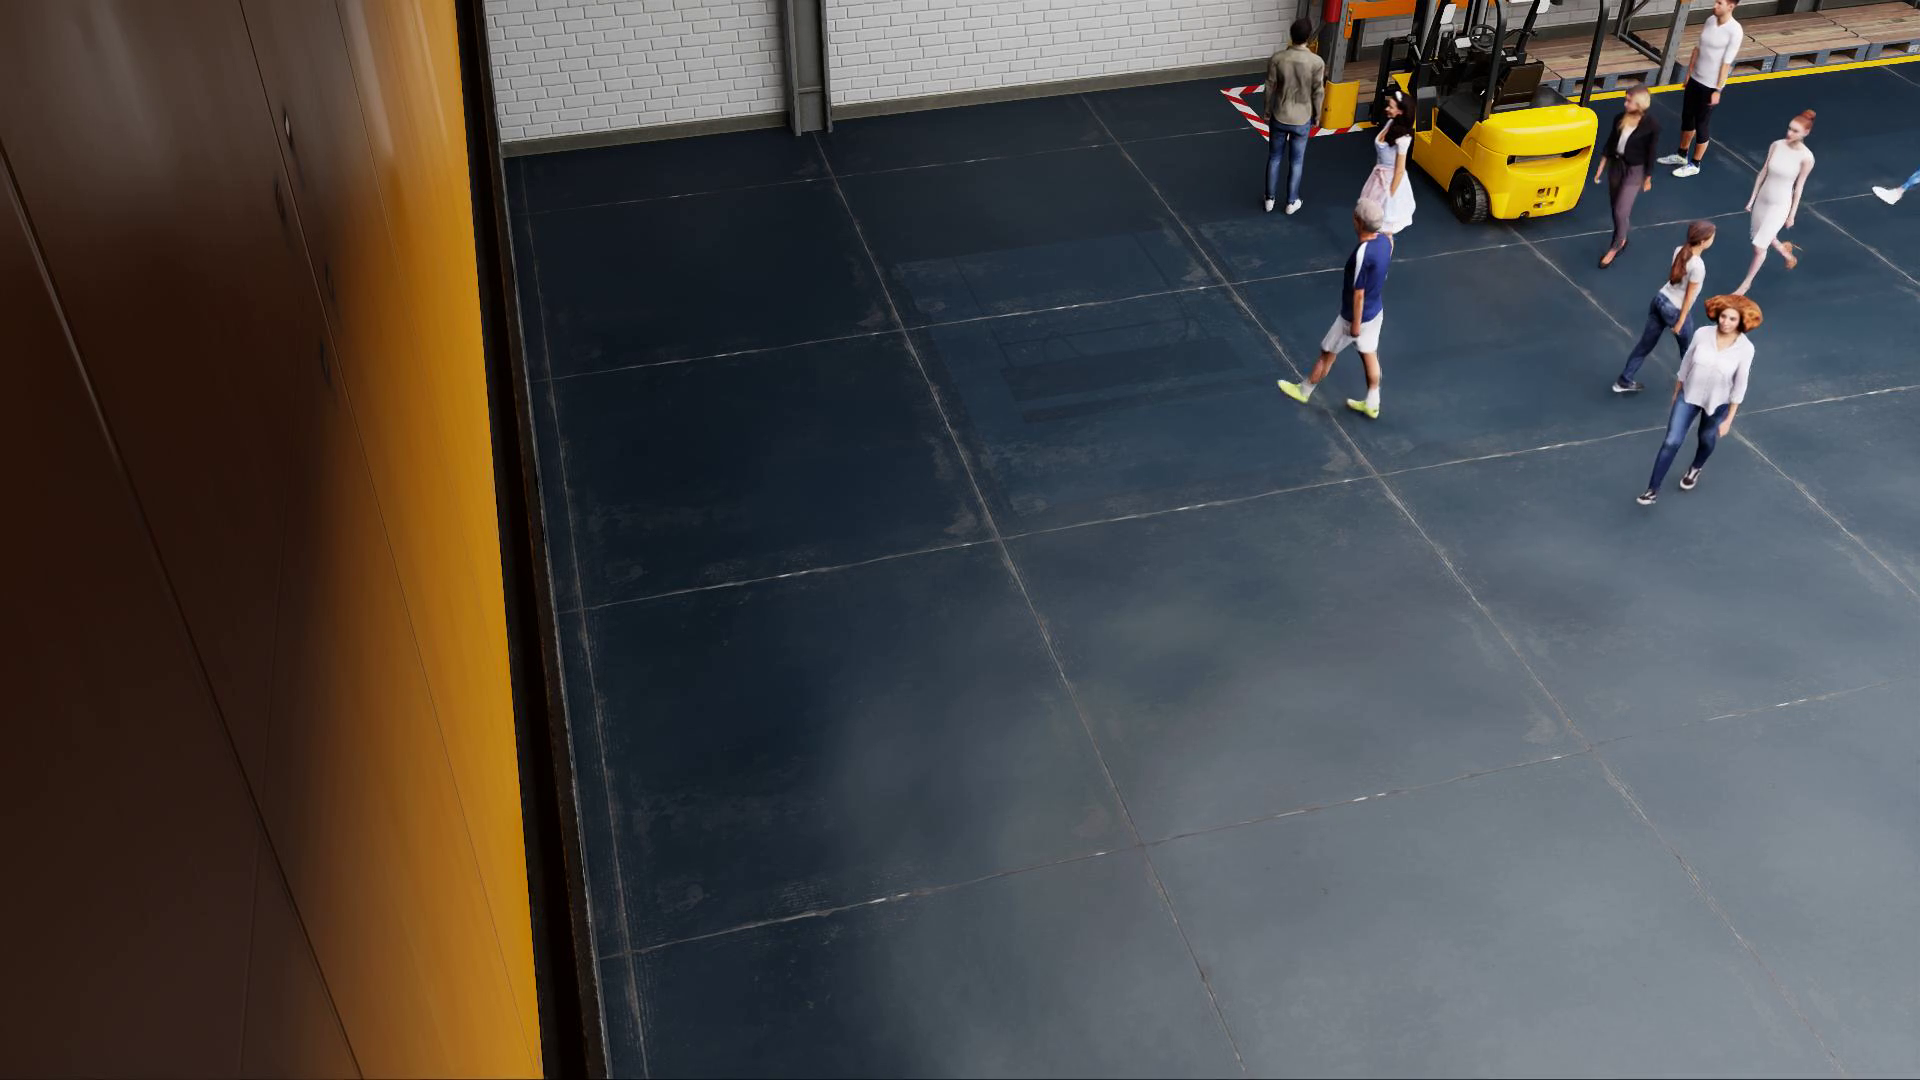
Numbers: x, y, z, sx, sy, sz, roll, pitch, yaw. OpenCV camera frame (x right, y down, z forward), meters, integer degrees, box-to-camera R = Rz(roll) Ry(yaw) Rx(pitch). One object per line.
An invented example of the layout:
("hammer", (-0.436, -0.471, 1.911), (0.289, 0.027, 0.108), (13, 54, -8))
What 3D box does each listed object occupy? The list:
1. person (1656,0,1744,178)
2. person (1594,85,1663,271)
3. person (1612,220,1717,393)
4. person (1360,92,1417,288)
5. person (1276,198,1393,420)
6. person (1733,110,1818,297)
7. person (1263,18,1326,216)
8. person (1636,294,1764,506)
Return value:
("person", (7.270, -4.470, 16.183), (0.548, 1.851, 0.664), (-11, 40, -13))
("person", (5.990, -3.267, 14.844), (0.847, 1.643, 0.770), (-28, 46, -30))
("person", (5.552, -1.803, 13.108), (1.018, 1.521, 0.530), (-9, 39, -11))
("person", (3.694, -3.012, 14.385), (0.764, 1.818, 0.743), (-4, 39, -5))
("person", (3.157, -1.717, 12.779), (1.118, 1.797, 1.090), (22, 44, 26))
("person", (7.022, -2.841, 14.208), (1.016, 1.771, 0.723), (-22, 43, -25))
("person", (3.081, -3.931, 15.497), (0.748, 1.865, 0.862), (11, 40, 13))
("person", (5.439, -1.049, 12.041), (1.047, 1.675, 1.190), (28, 46, 30))
